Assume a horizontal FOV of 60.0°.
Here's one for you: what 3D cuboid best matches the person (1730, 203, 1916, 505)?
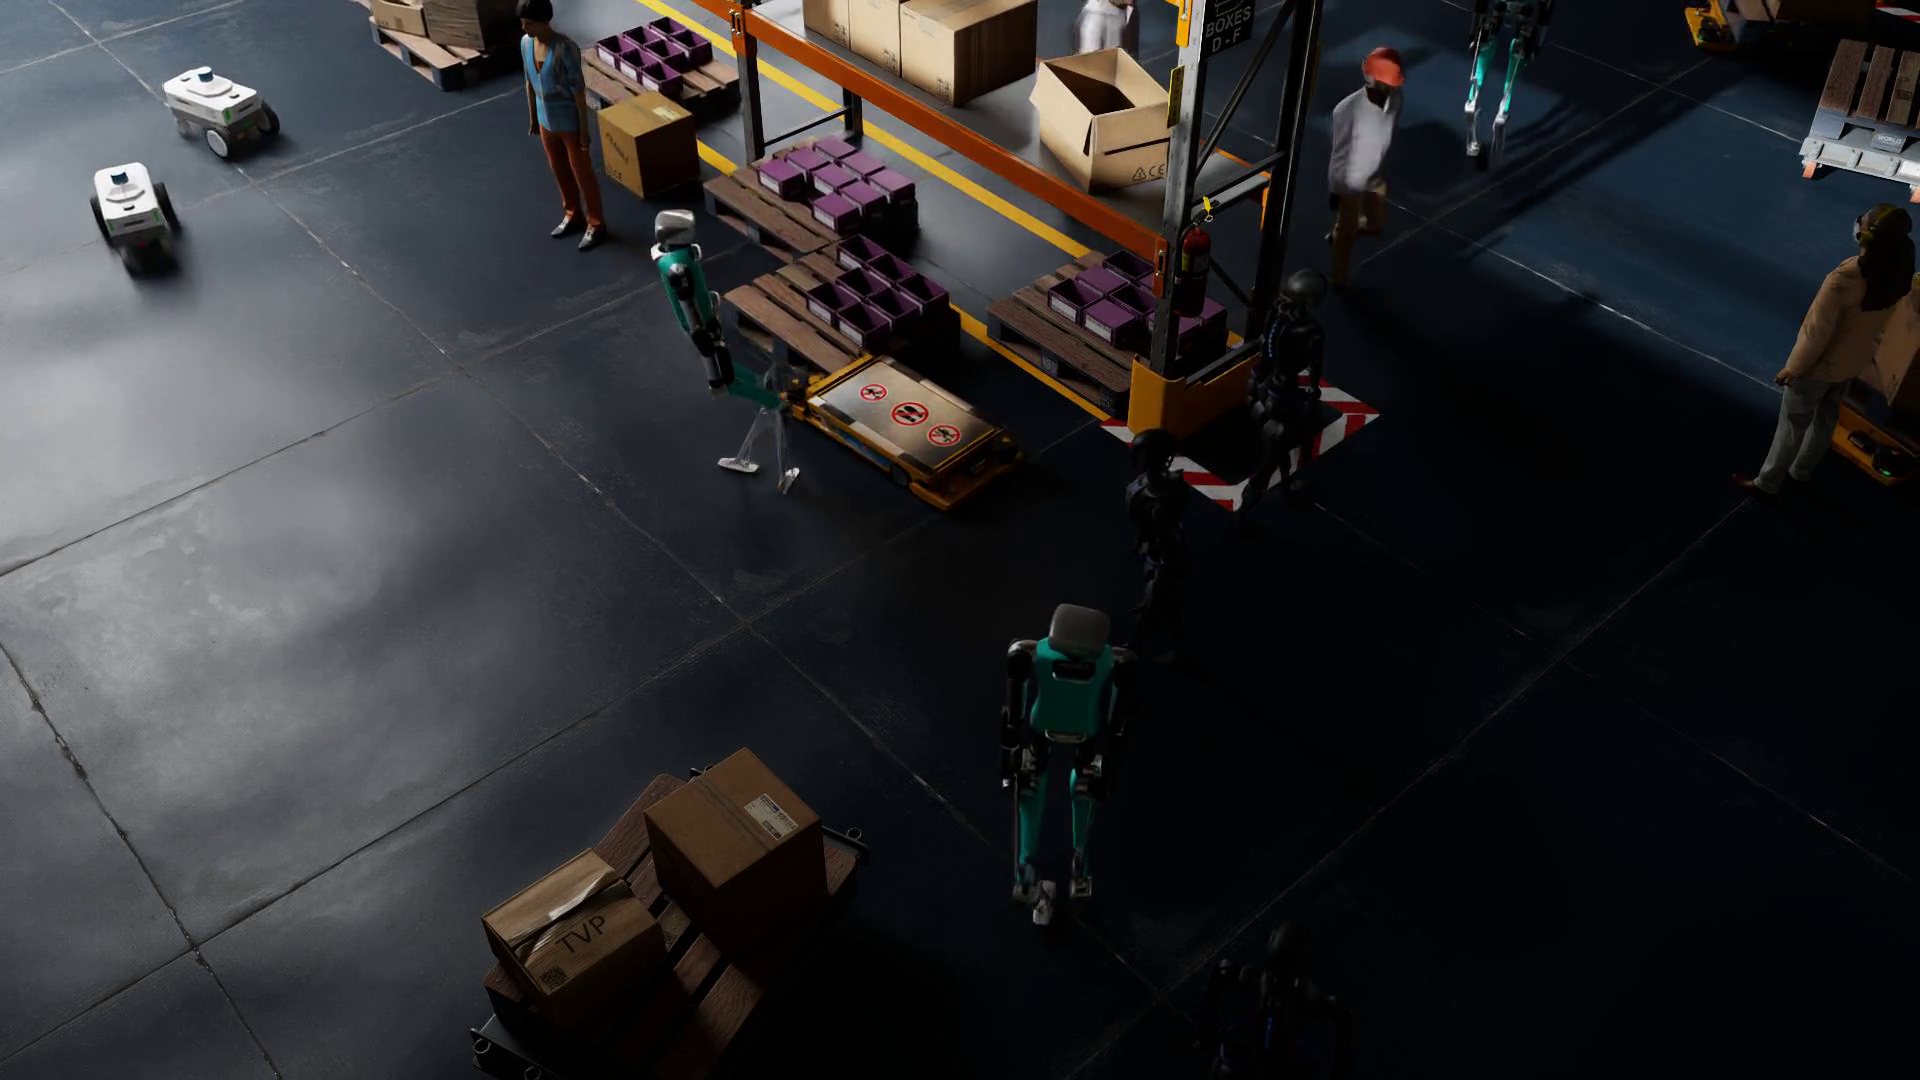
[{"bbox_3d":[4.701,-0.975,8.970,0.554,1.877,0.410,-17,45,-18],"label":"person"}]

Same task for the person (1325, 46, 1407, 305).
[{"bbox_3d":[2.534,-2.323,10.532,0.575,1.734,0.424,-23,47,-23],"label":"person"}]

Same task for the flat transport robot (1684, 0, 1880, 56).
[{"bbox_3d":[6.768,-4.209,13.673,1.431,0.231,0.659,6,43,6],"label":"flat transport robot"}]

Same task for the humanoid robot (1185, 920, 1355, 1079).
[{"bbox_3d":[1.107,1.894,5.992,0.602,1.644,0.335,17,45,17],"label":"humanoid robot"}]

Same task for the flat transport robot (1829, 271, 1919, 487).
[{"bbox_3d":[5.800,-0.763,9.925,1.431,0.231,0.659,-19,46,-20],"label":"flat transport robot"}]

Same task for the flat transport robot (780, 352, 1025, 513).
[{"bbox_3d":[-0.358,-0.693,9.849,1.431,0.231,0.659,33,52,31],"label":"flat transport robot"}]

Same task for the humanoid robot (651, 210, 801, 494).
[{"bbox_3d":[-1.176,-1.036,9.146,0.864,1.787,0.568,-11,44,-12],"label":"humanoid robot"}]

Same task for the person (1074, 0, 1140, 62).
[{"bbox_3d":[1.055,-2.963,11.131,0.800,1.877,0.648,29,50,28],"label":"person"}]

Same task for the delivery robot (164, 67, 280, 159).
[{"bbox_3d":[-5.536,-3.226,12.388,0.790,0.589,0.499,22,47,22],"label":"delivery robot"}]

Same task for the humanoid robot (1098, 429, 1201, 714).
[{"bbox_3d":[0.941,0.129,7.927,0.595,1.631,0.595,-3,43,-3],"label":"humanoid robot"}]

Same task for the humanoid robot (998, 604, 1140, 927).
[{"bbox_3d":[0.414,1.106,6.829,0.557,1.825,0.672,3,43,3],"label":"humanoid robot"}]

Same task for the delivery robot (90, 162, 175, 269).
[{"bbox_3d":[-5.654,-2.260,11.350,0.499,0.606,0.801,-19,46,-20],"label":"delivery robot"}]

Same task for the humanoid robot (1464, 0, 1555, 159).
[{"bbox_3d":[3.829,-3.420,11.766,0.539,1.840,0.746,15,45,16],"label":"humanoid robot"}]

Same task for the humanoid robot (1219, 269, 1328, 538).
[{"bbox_3d":[1.754,-0.733,8.864,0.681,1.635,0.593,-14,44,-15],"label":"humanoid robot"}]

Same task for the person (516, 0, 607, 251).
[{"bbox_3d":[-2.655,-2.772,11.012,0.501,1.758,0.344,21,47,21],"label":"person"}]
